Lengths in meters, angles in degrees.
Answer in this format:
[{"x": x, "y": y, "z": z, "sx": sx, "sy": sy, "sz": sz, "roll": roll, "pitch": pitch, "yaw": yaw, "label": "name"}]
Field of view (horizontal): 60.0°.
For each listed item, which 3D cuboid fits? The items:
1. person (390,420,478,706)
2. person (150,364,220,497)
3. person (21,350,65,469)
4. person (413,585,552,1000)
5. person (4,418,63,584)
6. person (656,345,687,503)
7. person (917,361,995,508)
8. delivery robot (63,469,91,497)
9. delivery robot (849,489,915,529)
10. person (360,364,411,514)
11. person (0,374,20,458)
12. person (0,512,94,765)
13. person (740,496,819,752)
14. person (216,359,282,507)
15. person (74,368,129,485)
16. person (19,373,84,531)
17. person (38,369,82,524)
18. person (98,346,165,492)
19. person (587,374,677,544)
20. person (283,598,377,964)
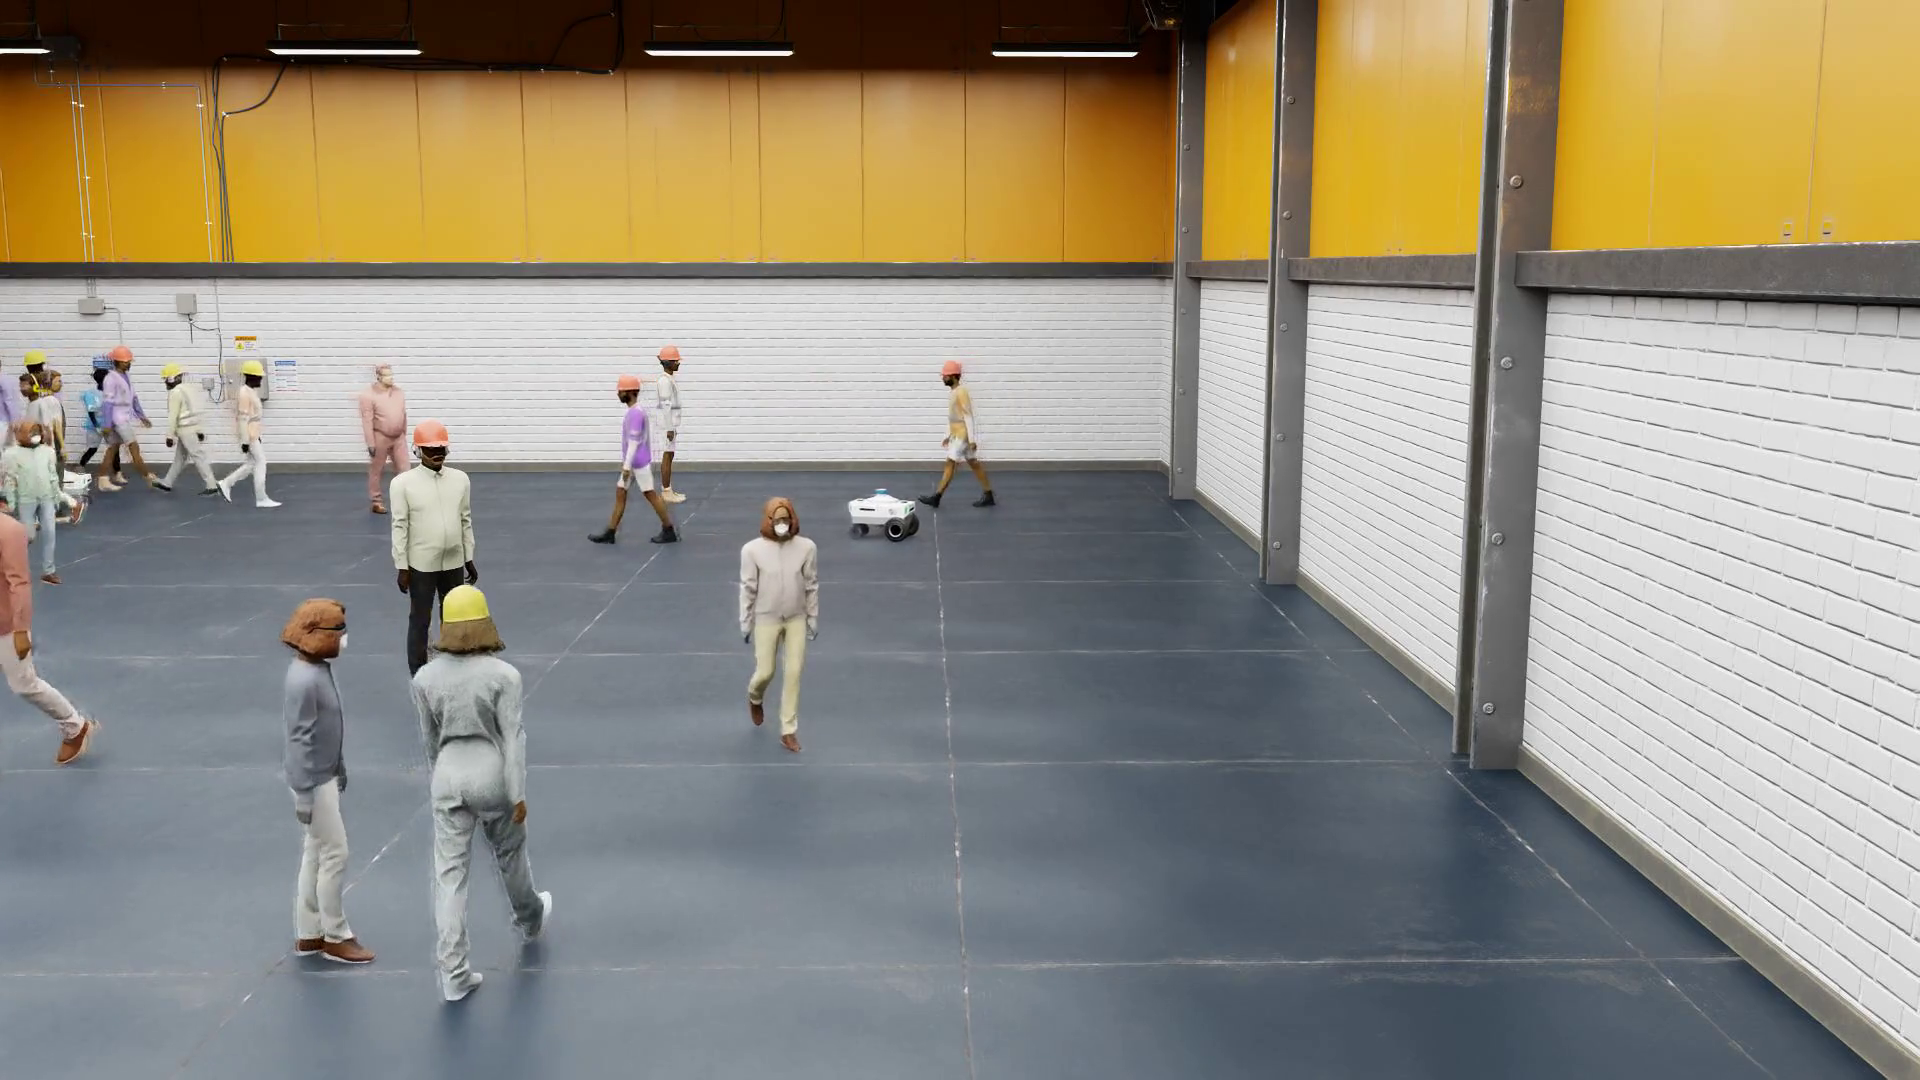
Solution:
[{"x": -3.662, "y": 0.153, "z": 11.625, "sx": 0.381, "sy": 1.994, "sz": 0.621, "roll": 8, "pitch": 12, "yaw": 41, "label": "person"}, {"x": -10.359, "y": -1.447, "z": 22.111, "sx": 0.964, "sy": 1.765, "sz": 0.635, "roll": -1, "pitch": 9, "yaw": -6, "label": "person"}, {"x": -12.847, "y": -1.705, "z": 23.310, "sx": 0.548, "sy": 1.899, "sz": 0.695, "roll": 0, "pitch": 9, "yaw": -1, "label": "person"}, {"x": -2.060, "y": 1.031, "z": 7.151, "sx": 0.491, "sy": 1.693, "sz": 0.886, "roll": 1, "pitch": 9, "yaw": 5, "label": "person"}, {"x": -8.942, "y": -0.380, "z": 16.021, "sx": 0.541, "sy": 1.610, "sz": 0.508, "roll": 6, "pitch": 11, "yaw": 32, "label": "person"}, {"x": -3.759, "y": -1.503, "z": 21.632, "sx": 0.374, "sy": 2.044, "sz": 0.605, "roll": -2, "pitch": 9, "yaw": -9, "label": "person"}, {"x": -0.019, "y": -1.333, "z": 21.114, "sx": 1.026, "sy": 1.873, "sz": 0.544, "roll": -1, "pitch": 9, "yaw": -6, "label": "person"}, {"x": -11.420, "y": -0.717, "z": 21.080, "sx": 0.707, "sy": 0.478, "sz": 0.477, "roll": -3, "pitch": 10, "yaw": -16, "label": "delivery robot"}, {"x": -0.878, "y": -0.332, "z": 18.716, "sx": 0.707, "sy": 0.478, "sz": 0.477, "roll": 2, "pitch": 9, "yaw": 15, "label": "delivery robot"}, {"x": -6.974, "y": -1.218, "z": 20.418, "sx": 0.981, "sy": 1.859, "sz": 0.675, "roll": 7, "pitch": 12, "yaw": 37, "label": "person"}, {"x": -12.966, "y": -1.533, "z": 22.281, "sx": 0.653, "sy": 1.884, "sz": 1.011, "roll": 6, "pitch": 11, "yaw": 33, "label": "person"}, {"x": -5.655, "y": 0.463, "z": 9.845, "sx": 0.638, "sy": 1.968, "sz": 0.938, "roll": 3, "pitch": 10, "yaw": 18, "label": "person"}, {"x": -1.165, "y": 0.509, "z": 10.619, "sx": 0.503, "sy": 1.614, "sz": 0.561, "roll": -3, "pitch": 10, "yaw": -20, "label": "person"}, {"x": -9.054, "y": -1.339, "z": 21.070, "sx": 0.674, "sy": 1.897, "sz": 0.604, "roll": -3, "pitch": 10, "yaw": -18, "label": "person"}, {"x": -12.169, "y": -1.607, "z": 23.461, "sx": 0.822, "sy": 1.653, "sz": 0.512, "roll": 5, "pitch": 10, "yaw": 27, "label": "person"}, {"x": -10.609, "y": -1.017, "z": 19.263, "sx": 0.507, "sy": 1.855, "sz": 0.581, "roll": 8, "pitch": 12, "yaw": 42, "label": "person"}, {"x": -10.808, "y": -1.108, "z": 19.828, "sx": 0.507, "sy": 1.842, "sz": 0.351, "roll": 8, "pitch": 12, "yaw": 39, "label": "person"}, {"x": -11.296, "y": -1.636, "z": 22.617, "sx": 1.038, "sy": 1.977, "sz": 0.601, "roll": -2, "pitch": 9, "yaw": -10, "label": "person"}, {"x": -3.585, "y": -0.875, "z": 18.276, "sx": 0.986, "sy": 1.886, "sz": 0.563, "roll": -3, "pitch": 10, "yaw": -16, "label": "person"}, {"x": -2.765, "y": 1.051, "z": 7.255, "sx": 0.359, "sy": 1.621, "sz": 0.532, "roll": -2, "pitch": 9, "yaw": -11, "label": "person"}]
